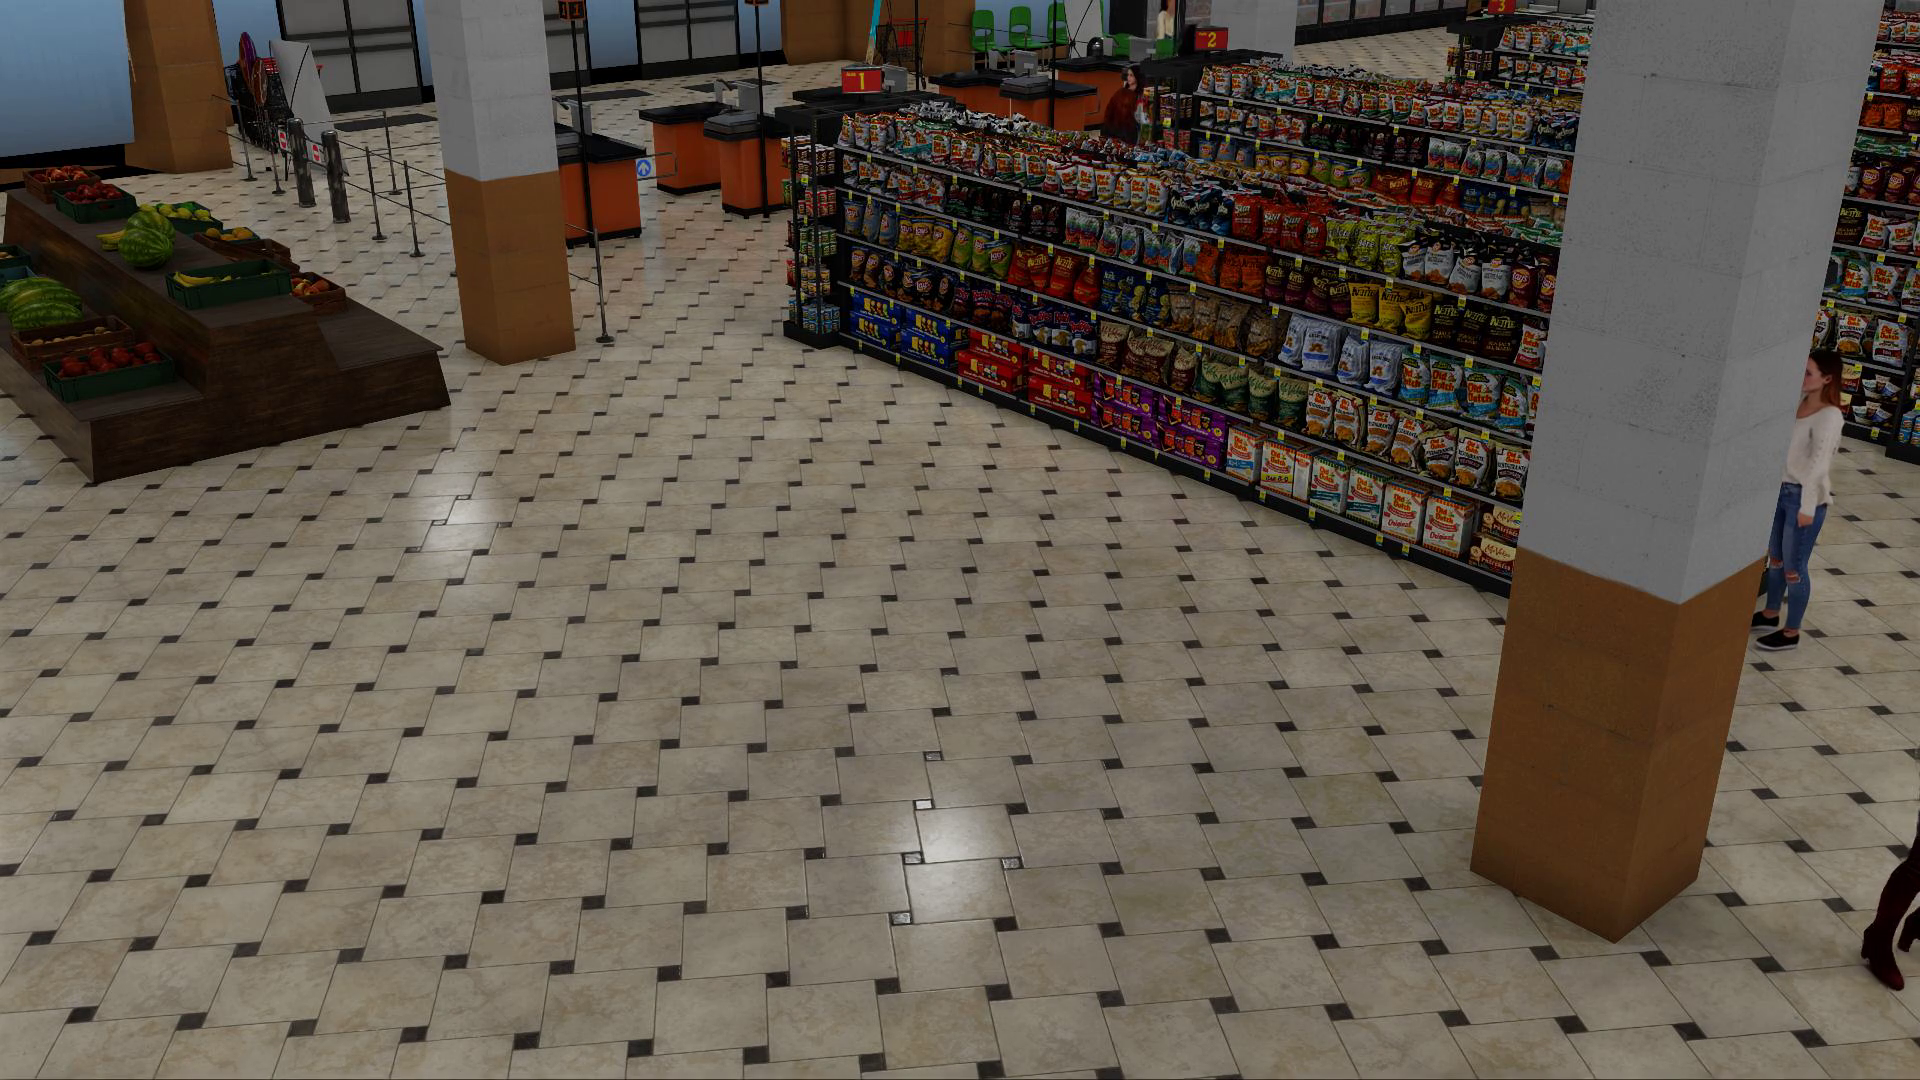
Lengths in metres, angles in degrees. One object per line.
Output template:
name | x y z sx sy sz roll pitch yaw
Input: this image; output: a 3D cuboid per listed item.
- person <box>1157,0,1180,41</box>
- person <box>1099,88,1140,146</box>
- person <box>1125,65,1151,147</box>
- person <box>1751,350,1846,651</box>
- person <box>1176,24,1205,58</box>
person | 3.281 -7.971 26.871 0.656 1.613 0.747 -16 28 -32
person | 1.597 -3.599 16.701 0.874 1.757 1.192 -10 25 -21
person | 2.035 -4.739 19.487 0.650 1.612 0.435 -18 29 -35
person | 4.571 -0.222 9.065 0.765 1.692 0.685 0 24 -1
person | 3.029 -5.938 22.143 1.190 1.679 0.910 16 28 31
